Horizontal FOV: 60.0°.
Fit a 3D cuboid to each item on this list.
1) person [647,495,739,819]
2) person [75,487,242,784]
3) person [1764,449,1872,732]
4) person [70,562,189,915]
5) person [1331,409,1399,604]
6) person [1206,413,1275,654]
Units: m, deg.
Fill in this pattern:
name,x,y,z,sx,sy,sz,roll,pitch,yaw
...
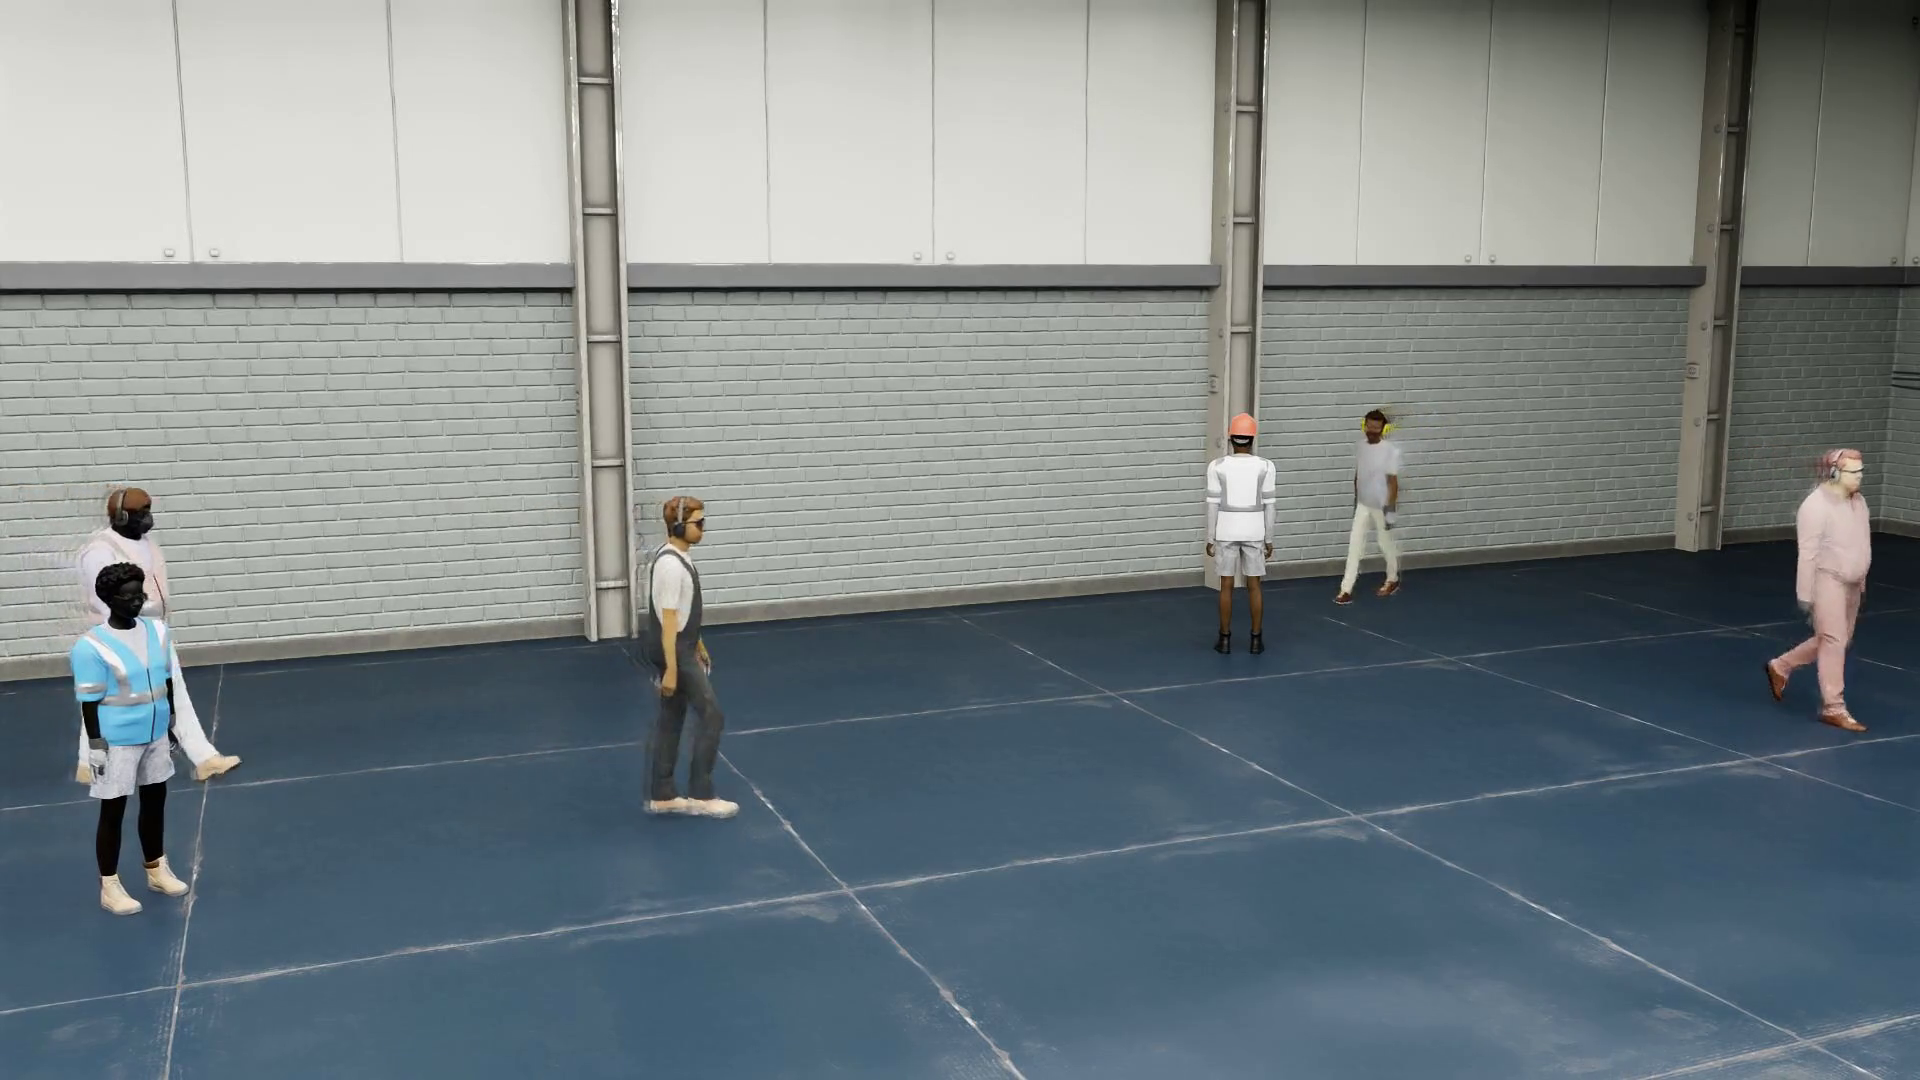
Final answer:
name,x,y,z,sx,sy,sz,roll,pitch,yaw
person,-1.476,0.655,9.300,0.636,1.827,0.510,-2,9,-13
person,-4.851,0.586,9.838,0.972,1.793,0.629,2,9,10
person,5.869,0.304,11.311,0.647,1.889,0.762,-6,11,-34
person,-3.970,0.933,7.959,0.321,1.689,0.530,3,10,20
person,3.848,-0.314,15.441,1.004,1.817,0.543,-9,13,-44
person,2.238,-0.046,13.331,0.547,1.937,0.379,1,9,6
